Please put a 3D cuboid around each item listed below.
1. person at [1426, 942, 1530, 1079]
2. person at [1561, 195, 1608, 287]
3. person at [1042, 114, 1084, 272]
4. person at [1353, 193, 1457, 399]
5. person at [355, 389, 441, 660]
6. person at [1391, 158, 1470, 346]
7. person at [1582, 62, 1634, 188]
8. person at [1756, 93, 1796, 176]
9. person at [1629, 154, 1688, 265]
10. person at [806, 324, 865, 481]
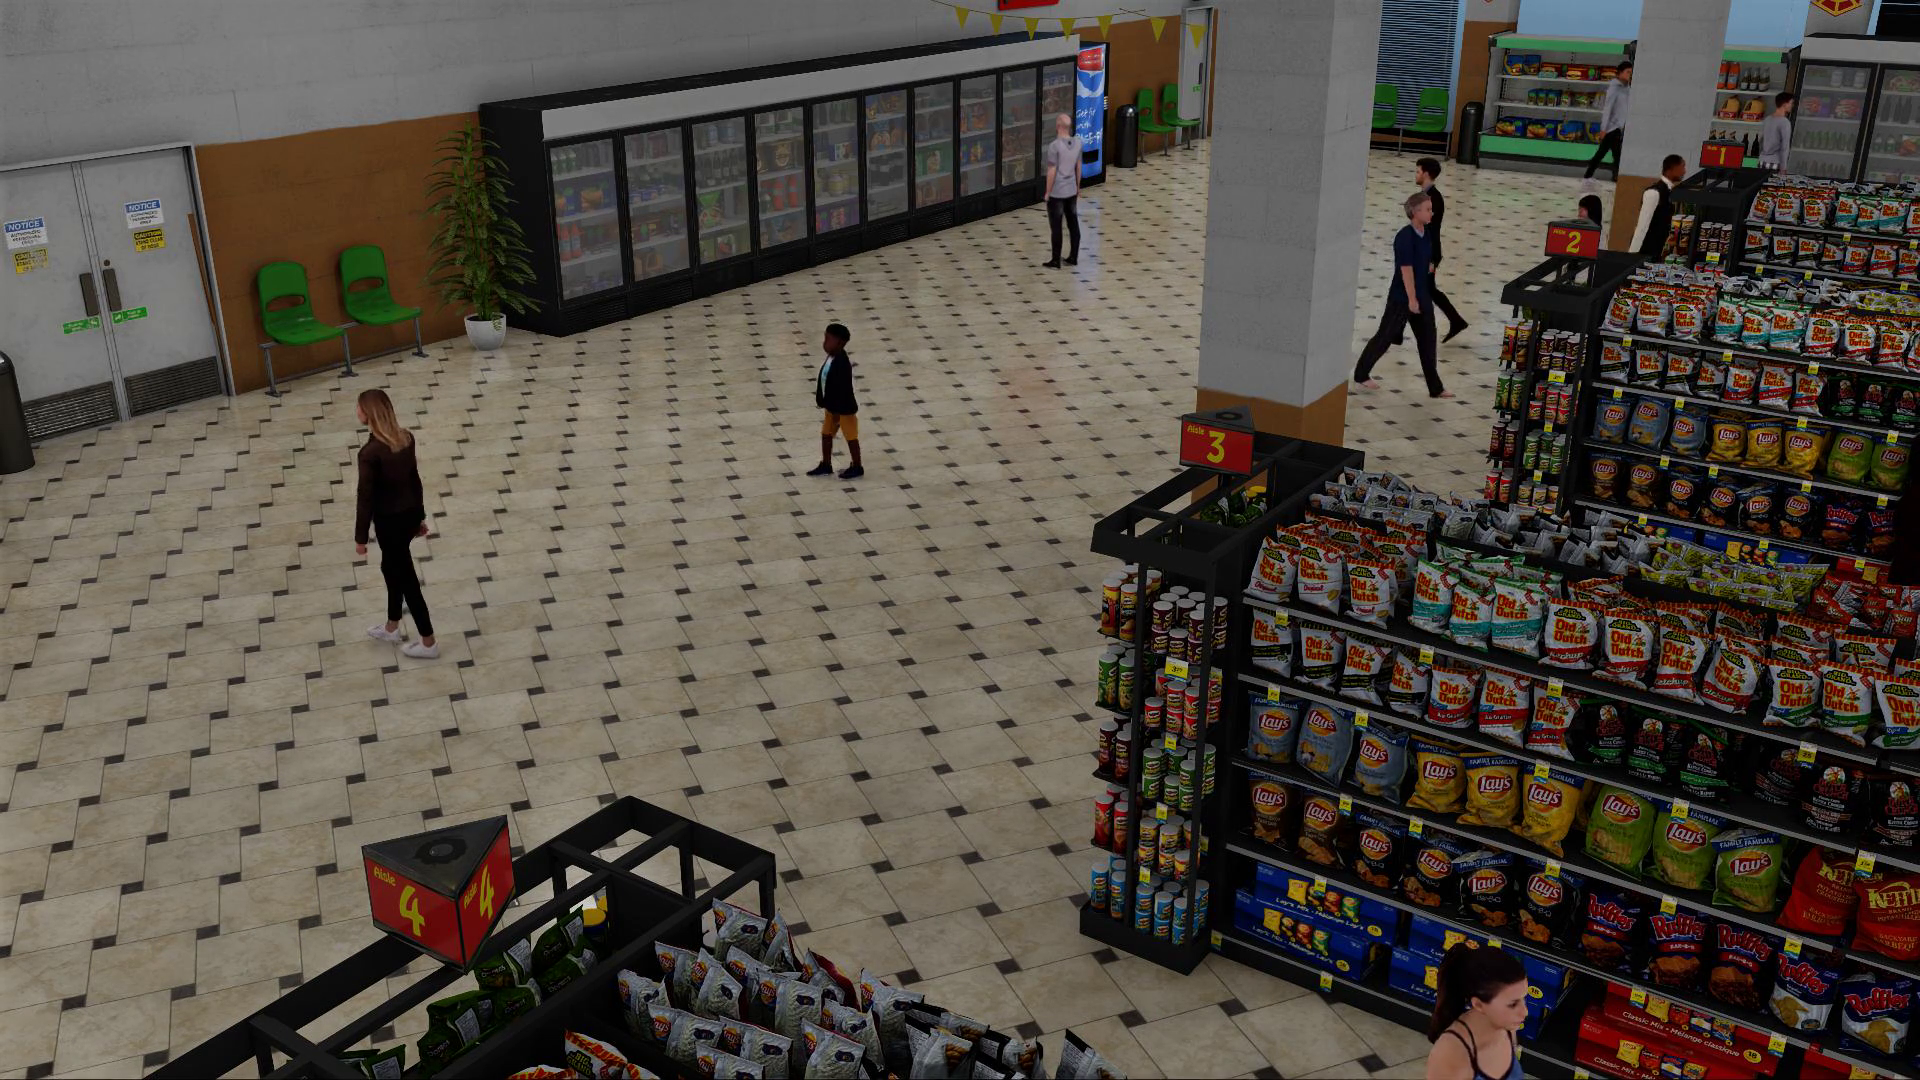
[{"bbox_3d":[1.472,1.909,5.117,0.631,1.601,0.624,20,29,41],"label":"person"},{"bbox_3d":[6.112,-2.526,16.125,0.807,1.624,0.752,-3,22,-6],"label":"person"},{"bbox_3d":[1.226,-4.179,19.954,0.743,1.837,0.700,-15,27,-33],"label":"person"},{"bbox_3d":[3.945,-2.169,14.975,0.838,1.819,1.256,-19,29,-40],"label":"person"},{"bbox_3d":[-3.288,-0.067,9.919,0.901,1.689,0.780,6,23,14],"label":"person"},{"bbox_3d":[4.722,-2.837,16.597,1.307,1.850,1.065,2,22,5],"label":"person"},{"bbox_3d":[9.642,-6.122,24.762,0.888,1.858,1.301,-18,28,-38],"label":"person"},{"bbox_3d":[10.602,-4.903,21.742,0.765,1.847,0.694,-5,22,-13],"label":"person"},{"bbox_3d":[6.852,-2.928,16.801,1.257,1.867,0.734,18,28,37],"label":"person"},{"bbox_3d":[-0.872,-1.076,13.009,0.728,1.256,0.704,-12,25,-27],"label":"person"}]
